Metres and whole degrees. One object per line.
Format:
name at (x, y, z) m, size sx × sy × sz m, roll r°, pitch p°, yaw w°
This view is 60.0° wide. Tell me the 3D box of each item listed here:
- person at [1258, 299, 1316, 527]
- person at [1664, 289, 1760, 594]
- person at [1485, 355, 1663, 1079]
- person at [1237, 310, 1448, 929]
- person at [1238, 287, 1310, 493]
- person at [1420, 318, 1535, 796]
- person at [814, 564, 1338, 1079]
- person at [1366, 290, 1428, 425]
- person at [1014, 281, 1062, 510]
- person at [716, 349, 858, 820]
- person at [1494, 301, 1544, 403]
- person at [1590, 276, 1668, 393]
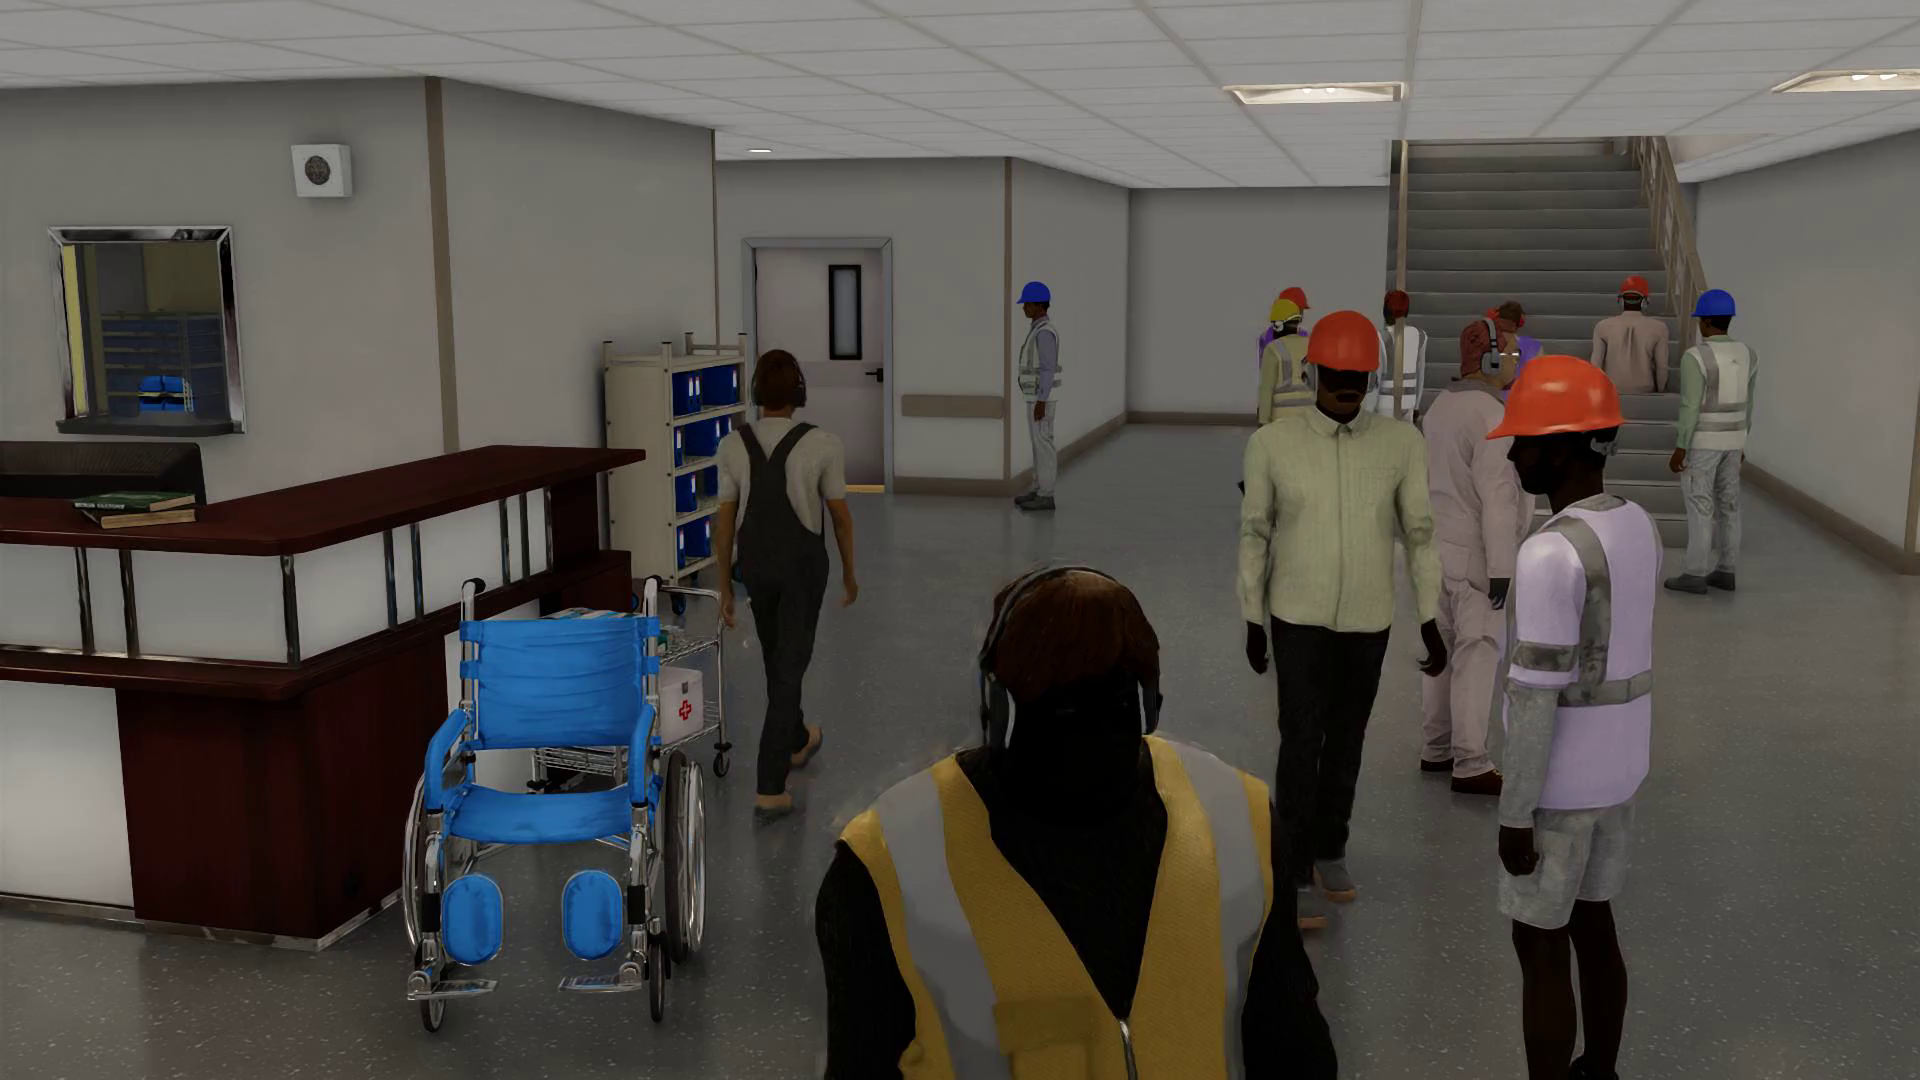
person at (2.605, -1.009, 13.310) m, size 0.590 × 1.823 × 0.405 m, roll -7°, pitch 12°, yaw -37°
person at (4.811, -0.627, 10.675) m, size 0.610 × 1.946 × 0.405 m, roll -4°, pitch 11°, yaw -23°
person at (1.389, 0.536, 3.891) m, size 0.390 × 1.929 × 0.545 m, roll 9°, pitch 13°, yaw 44°
person at (1.244, 0.257, 5.388) m, size 0.639 × 1.983 × 0.638 m, roll 0°, pitch 10°, yaw -2°
person at (2.748, -1.224, 14.335) m, size 0.897 × 1.909 × 0.554 m, roll -6°, pitch 11°, yaw -32°
person at (2.103, 0.064, 6.732) m, size 0.409 × 1.909 × 0.639 m, roll -1°, pitch 10°, yaw -6°
person at (0.155, 0.912, 2.118) m, size 0.627 × 1.796 × 0.967 m, roll -3°, pitch 10°, yaw -20°
person at (3.555, -1.103, 13.673) m, size 0.573 × 1.883 × 0.356 m, roll -5°, pitch 11°, yaw -27°
person at (0.671, -1.229, 14.228) m, size 0.399 × 1.946 × 0.605 m, roll -1°, pitch 10°, yaw -6°
person at (-0.697, 0.148, 6.598) m, size 0.513 × 1.796 × 1.014 m, roll 2°, pitch 10°, yaw 13°
person at (4.393, -1.026, 13.480) m, size 0.591 × 1.810 × 0.767 m, roll 4°, pitch 11°, yaw 24°
person at (5.675, -1.240, 14.146) m, size 0.625 × 1.992 × 0.388 m, roll 4°, pitch 10°, yaw 20°
